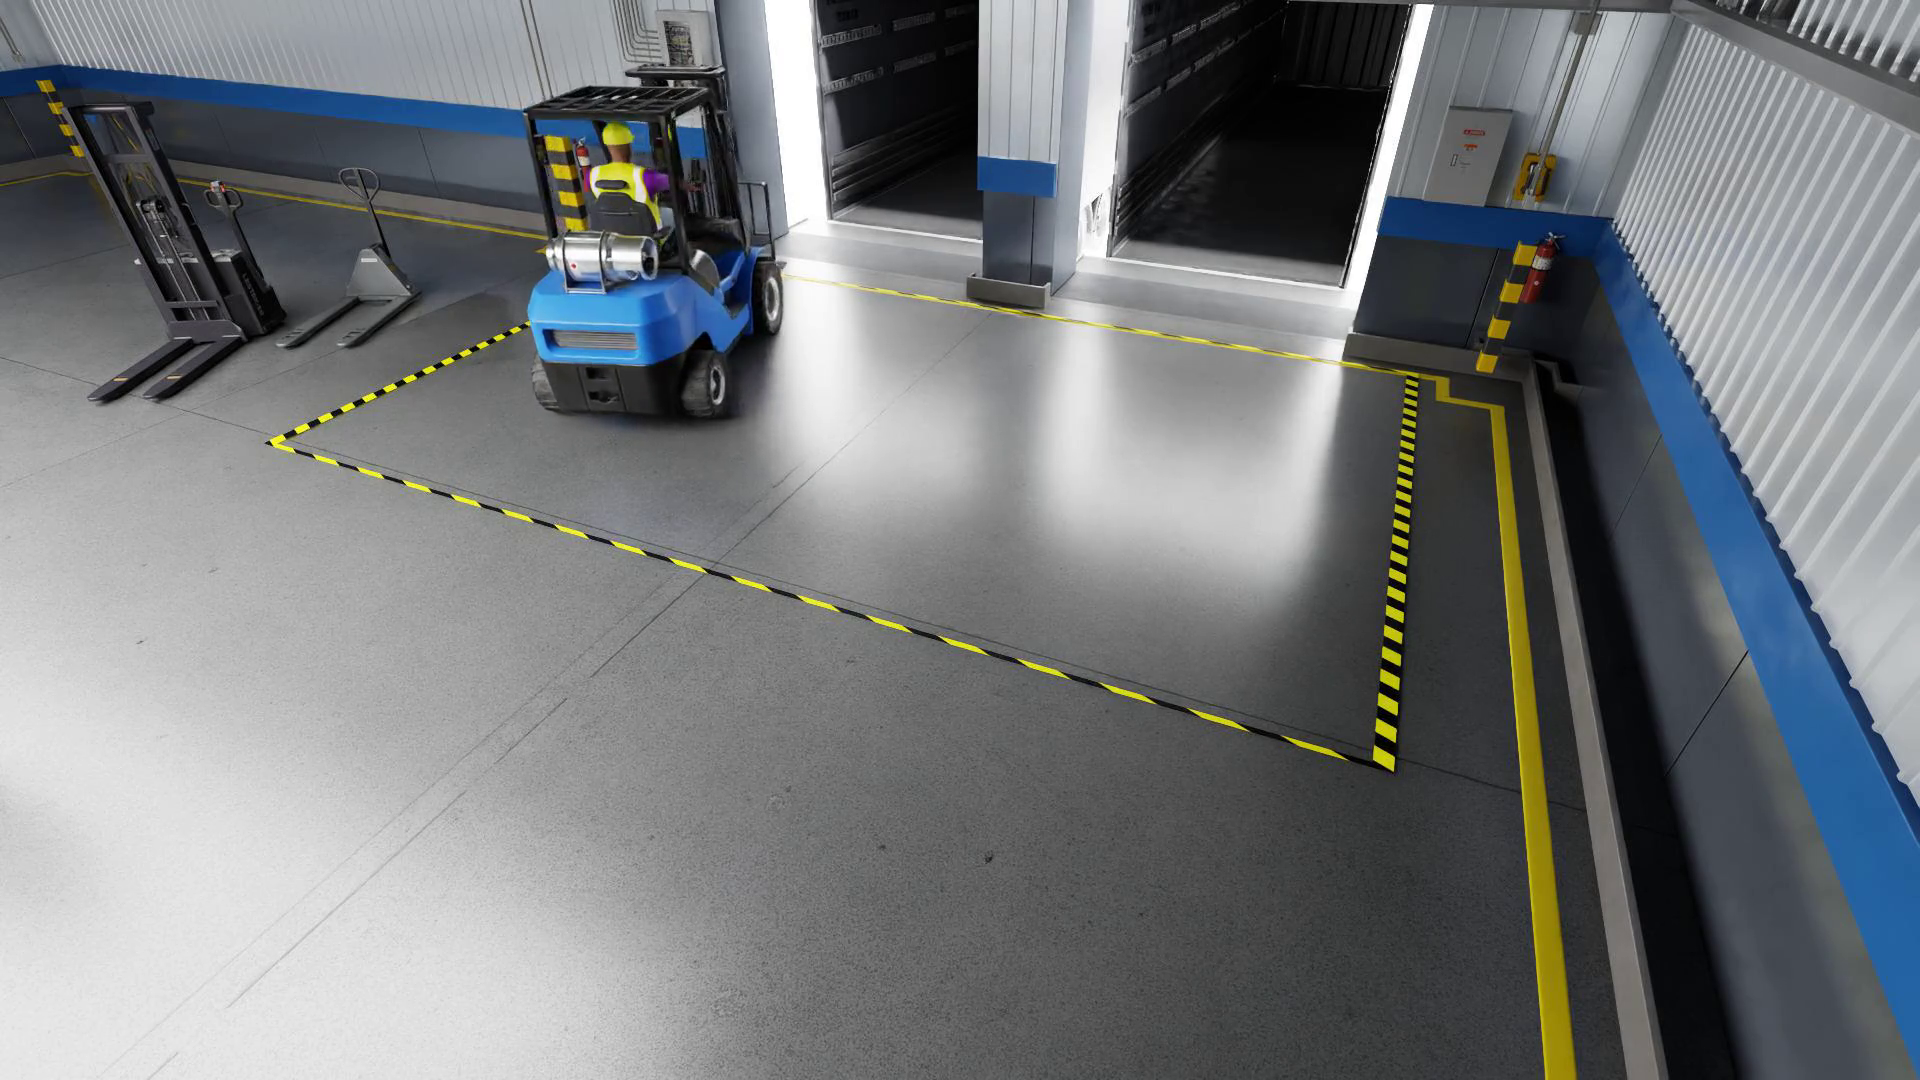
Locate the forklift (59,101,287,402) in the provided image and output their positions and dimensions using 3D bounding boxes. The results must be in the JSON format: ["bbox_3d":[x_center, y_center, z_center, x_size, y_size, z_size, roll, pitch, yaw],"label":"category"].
[{"bbox_3d":[-6.686,-2.387,7.434,0.823,1.965,1.885,-3,35,-5],"label":"forklift"}]

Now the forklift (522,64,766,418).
[{"bbox_3d":[-2.411,-2.442,7.203,1.157,2.036,2.680,3,35,5],"label":"forklift"}]

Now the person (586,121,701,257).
[{"bbox_3d":[-2.398,-2.630,7.145,0.635,1.293,1.002,3,35,5],"label":"person"}]

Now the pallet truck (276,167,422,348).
[{"bbox_3d":[-5.732,-2.611,8.414,0.680,1.201,1.601,-1,35,-1],"label":"pallet truck"}]
